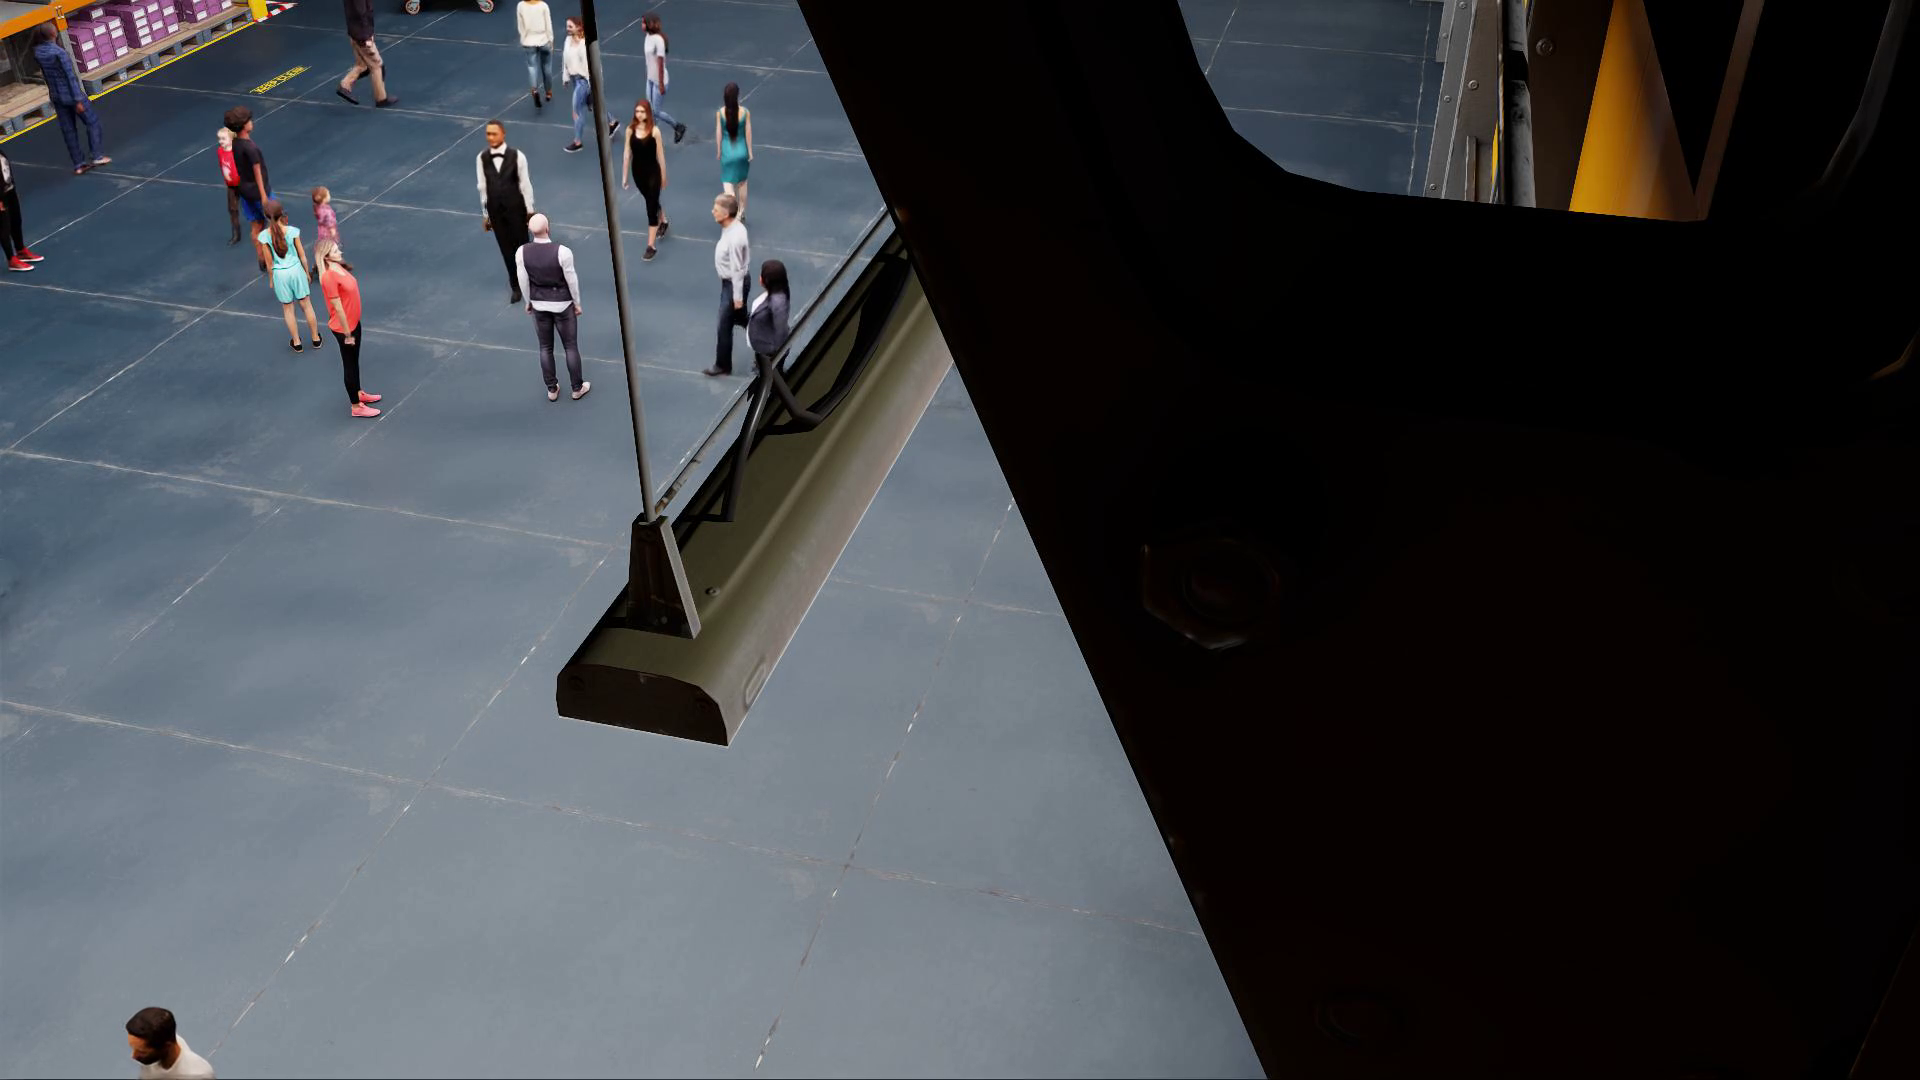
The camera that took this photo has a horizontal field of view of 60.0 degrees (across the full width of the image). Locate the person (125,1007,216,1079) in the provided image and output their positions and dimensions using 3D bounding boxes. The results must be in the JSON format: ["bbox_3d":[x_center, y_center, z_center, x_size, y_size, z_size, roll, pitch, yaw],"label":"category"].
[{"bbox_3d":[-3.595,2.827,7.864,0.711,1.808,0.663,20,39,27],"label":"person"}]

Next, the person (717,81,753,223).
[{"bbox_3d":[-2.526,-4.297,18.704,0.776,1.672,0.938,-6,34,-9],"label":"person"}]

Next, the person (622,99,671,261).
[{"bbox_3d":[-3.399,-4.014,18.268,0.572,1.683,1.141,9,35,13],"label":"person"}]

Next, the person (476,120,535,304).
[{"bbox_3d":[-4.649,-3.429,17.187,0.778,1.905,0.919,3,34,4],"label":"person"}]

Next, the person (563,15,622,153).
[{"bbox_3d":[-4.684,-5.756,20.914,1.182,1.656,1.024,-25,41,-32],"label":"person"}]

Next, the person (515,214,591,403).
[{"bbox_3d":[-3.756,-2.140,15.323,0.748,1.823,0.688,0,34,0],"label":"person"}]

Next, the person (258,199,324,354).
[{"bbox_3d":[-6.559,-2.588,16.237,0.636,1.558,0.689,-16,37,-22],"label":"person"}]

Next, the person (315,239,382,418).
[{"bbox_3d":[-5.601,-1.944,15.144,0.732,1.694,0.616,-7,34,-11],"label":"person"}]

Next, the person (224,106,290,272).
[{"bbox_3d":[-7.571,-3.695,17.698,0.740,1.783,0.764,27,42,35],"label":"person"}]

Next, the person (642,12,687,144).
[{"bbox_3d":[-3.748,-5.735,20.835,0.947,1.709,0.879,-23,40,-31],"label":"person"}]

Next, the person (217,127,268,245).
[{"bbox_3d":[-8.050,-4.003,18.642,0.547,1.251,0.904,6,34,9],"label":"person"}]

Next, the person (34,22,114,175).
[{"bbox_3d":[-10.855,-5.312,20.112,0.708,1.803,0.742,10,35,14],"label":"person"}]

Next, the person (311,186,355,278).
[{"bbox_3d":[-6.795,-3.287,17.783,0.565,1.010,0.740,23,40,30],"label":"person"}]

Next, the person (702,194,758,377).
[{"bbox_3d":[-2.067,-2.419,15.764,0.984,1.800,1.055,-5,34,-7],"label":"person"}]

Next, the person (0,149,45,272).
[{"bbox_3d":[-10.295,-3.720,17.835,0.702,1.673,0.531,1,34,1],"label":"person"}]

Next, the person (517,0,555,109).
[{"bbox_3d":[-5.648,-6.576,22.145,0.815,1.659,1.061,-1,34,-2],"label":"person"}]

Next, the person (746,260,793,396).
[{"bbox_3d":[-1.601,-1.778,14.993,0.870,1.586,0.830,-4,34,-6],"label":"person"}]

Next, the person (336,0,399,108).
[{"bbox_3d":[-8.007,-6.649,22.038,1.163,1.898,1.064,-21,39,-29],"label":"person"}]
